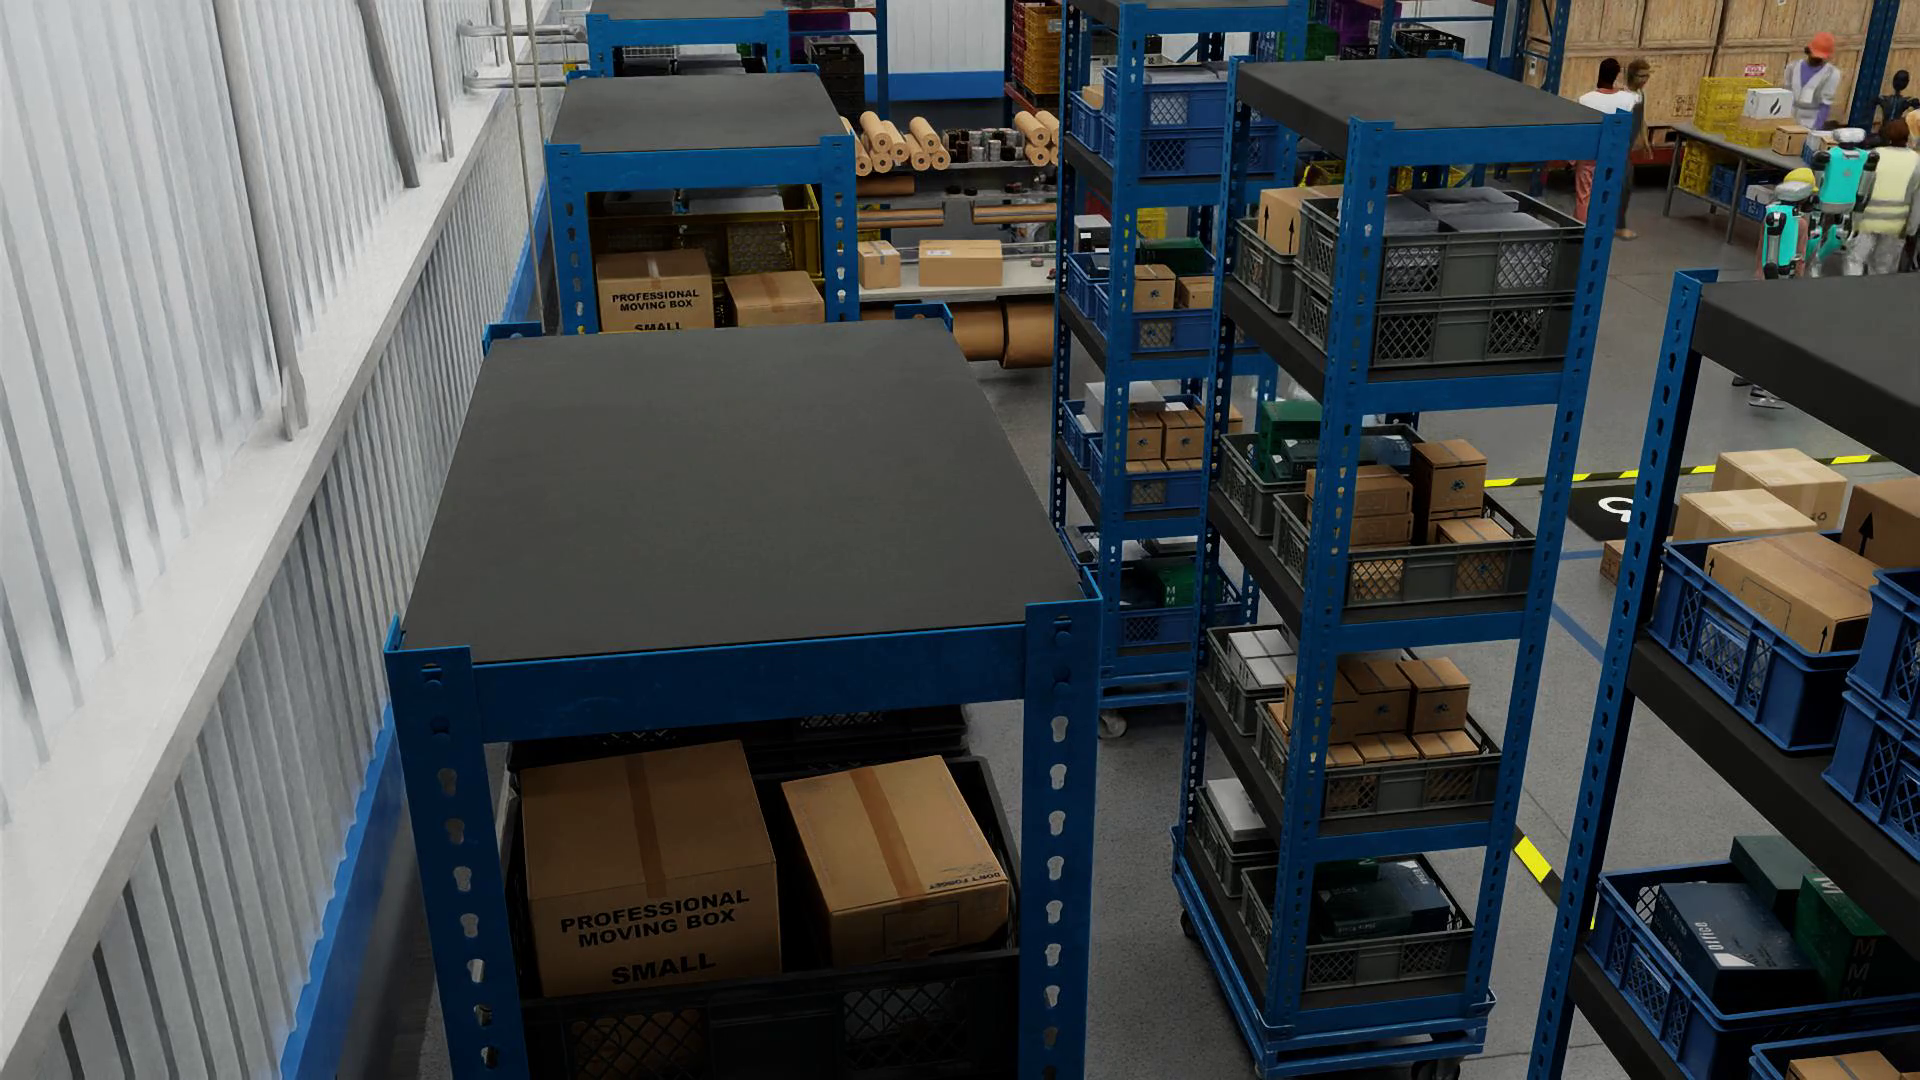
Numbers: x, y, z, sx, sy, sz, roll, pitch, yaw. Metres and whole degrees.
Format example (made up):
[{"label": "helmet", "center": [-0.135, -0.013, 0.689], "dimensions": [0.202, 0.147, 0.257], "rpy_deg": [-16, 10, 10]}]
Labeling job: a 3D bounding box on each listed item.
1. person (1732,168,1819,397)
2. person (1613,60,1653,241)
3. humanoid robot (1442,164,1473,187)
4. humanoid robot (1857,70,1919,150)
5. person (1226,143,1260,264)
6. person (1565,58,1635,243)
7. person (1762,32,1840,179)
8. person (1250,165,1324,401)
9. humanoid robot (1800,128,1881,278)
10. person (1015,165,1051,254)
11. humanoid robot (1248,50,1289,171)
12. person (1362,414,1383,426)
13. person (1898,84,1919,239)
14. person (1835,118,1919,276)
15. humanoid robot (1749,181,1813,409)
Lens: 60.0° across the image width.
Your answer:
[{"label": "person", "center": [6.298, -1.977, 12.804], "dimensions": [0.306, 1.768, 0.523], "rpy_deg": [-3, 25, -7]}, {"label": "person", "center": [6.933, -4.028, 17.197], "dimensions": [0.498, 1.814, 0.753], "rpy_deg": [-22, 32, -39]}, {"label": "humanoid robot", "center": [5.501, -4.552, 18.468], "dimensions": [0.951, 1.772, 0.560], "rpy_deg": [1, 25, 3]}, {"label": "humanoid robot", "center": [9.855, -4.170, 17.751], "dimensions": [0.602, 1.620, 0.752], "rpy_deg": [12, 27, 24]}, {"label": "person", "center": [2.800, -3.586, 16.193], "dimensions": [0.506, 1.859, 0.317], "rpy_deg": [2, 25, 5]}, {"label": "person", "center": [6.377, -3.835, 16.663], "dimensions": [0.589, 1.919, 0.393], "rpy_deg": [-4, 25, -8]}, {"label": "person", "center": [9.018, -4.467, 17.957], "dimensions": [0.748, 1.984, 0.642], "rpy_deg": [-20, 31, -36]}, {"label": "person", "center": [2.558, -1.870, 12.491], "dimensions": [0.746, 1.838, 0.544], "rpy_deg": [16, 29, 31]}, {"label": "humanoid robot", "center": [7.449, -2.730, 14.425], "dimensions": [0.530, 1.751, 0.711], "rpy_deg": [1, 25, 2]}, {"label": "person", "center": [0.669, -2.835, 14.694], "dimensions": [0.316, 1.742, 0.491], "rpy_deg": [15, 29, 30]}, {"label": "humanoid robot", "center": [3.421, -4.570, 18.494], "dimensions": [0.875, 1.786, 0.543], "rpy_deg": [-17, 29, -32]}, {"label": "person", "center": [1.824, 0.195, 7.987], "dimensions": [0.588, 1.846, 0.407], "rpy_deg": [-1, 25, -2]}, {"label": "person", "center": [9.172, -3.530, 15.976], "dimensions": [0.545, 1.938, 0.373], "rpy_deg": [-7, 26, -15]}, {"label": "person", "center": [7.927, -2.718, 14.364], "dimensions": [0.647, 1.808, 0.701], "rpy_deg": [4, 25, 9]}, {"label": "humanoid robot", "center": [6.204, -1.774, 12.242], "dimensions": [0.735, 1.673, 0.533], "rpy_deg": [17, 30, 32]}]
